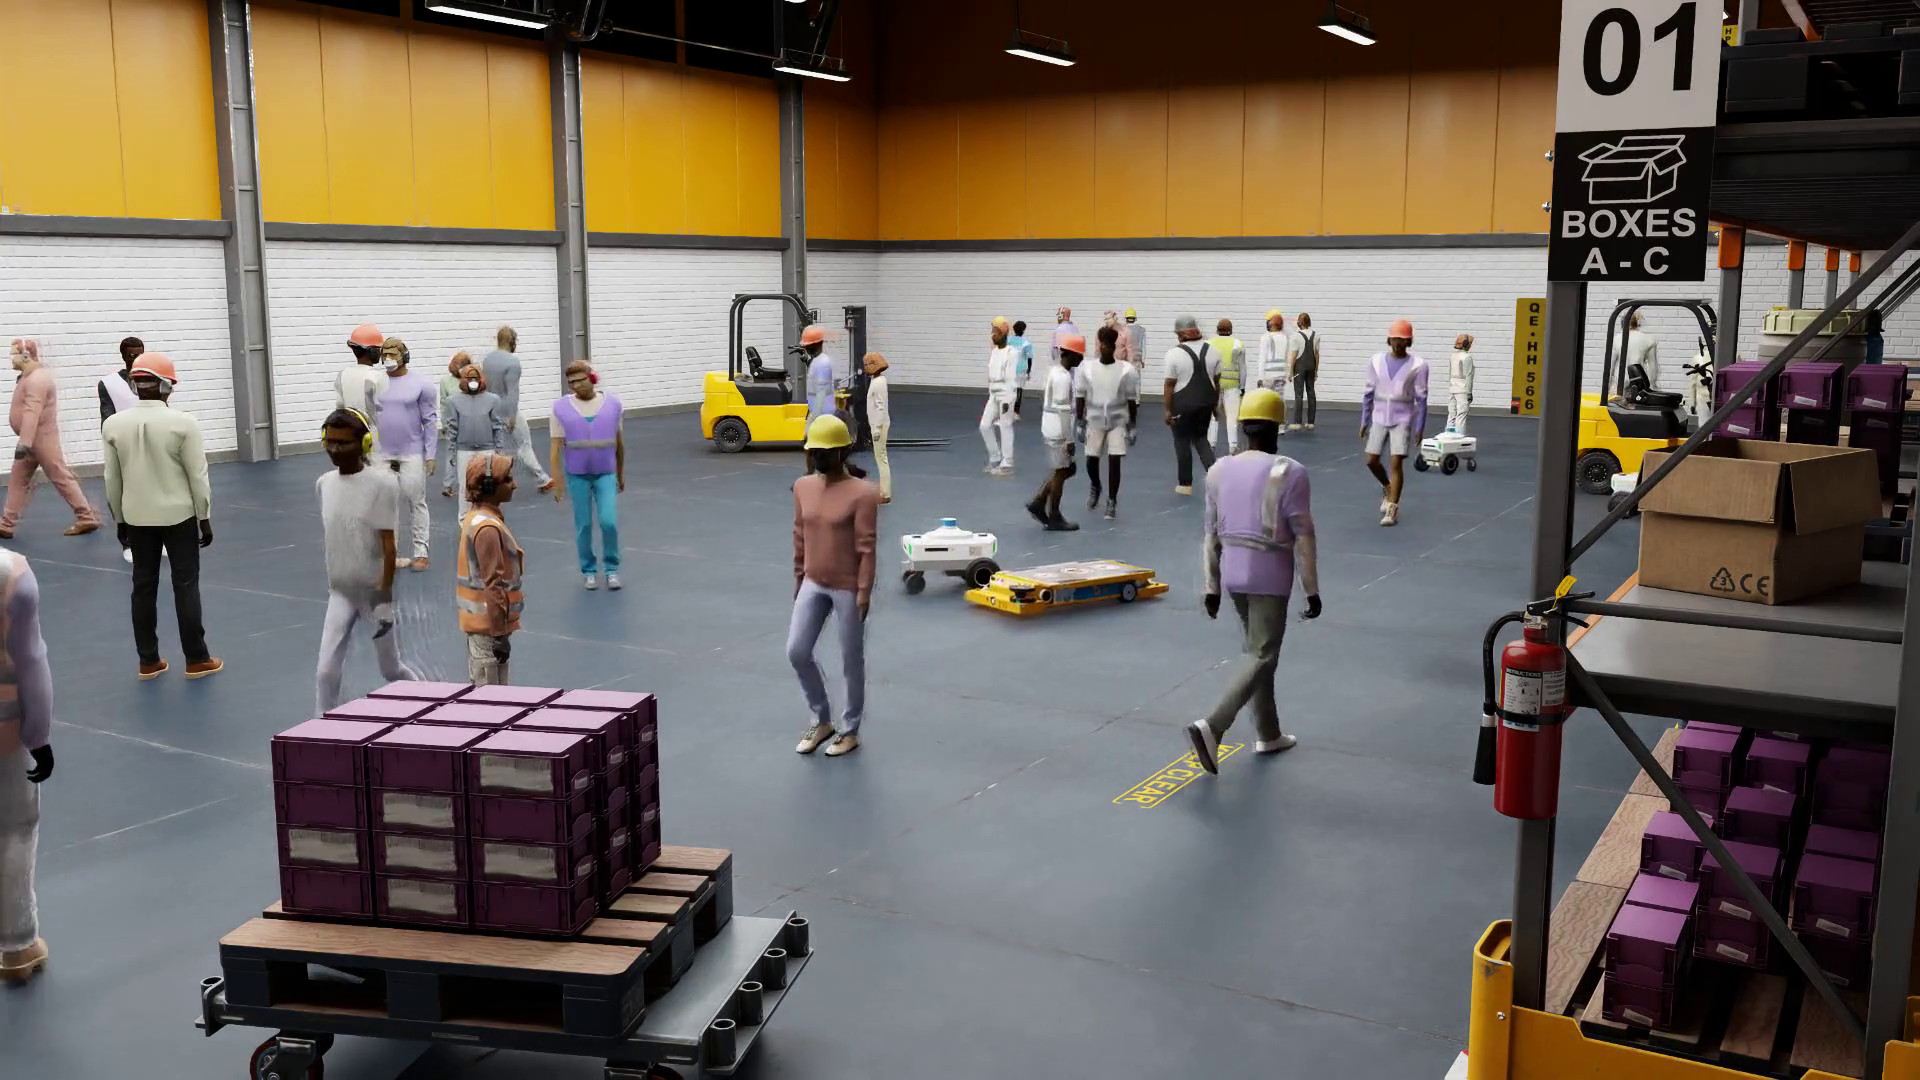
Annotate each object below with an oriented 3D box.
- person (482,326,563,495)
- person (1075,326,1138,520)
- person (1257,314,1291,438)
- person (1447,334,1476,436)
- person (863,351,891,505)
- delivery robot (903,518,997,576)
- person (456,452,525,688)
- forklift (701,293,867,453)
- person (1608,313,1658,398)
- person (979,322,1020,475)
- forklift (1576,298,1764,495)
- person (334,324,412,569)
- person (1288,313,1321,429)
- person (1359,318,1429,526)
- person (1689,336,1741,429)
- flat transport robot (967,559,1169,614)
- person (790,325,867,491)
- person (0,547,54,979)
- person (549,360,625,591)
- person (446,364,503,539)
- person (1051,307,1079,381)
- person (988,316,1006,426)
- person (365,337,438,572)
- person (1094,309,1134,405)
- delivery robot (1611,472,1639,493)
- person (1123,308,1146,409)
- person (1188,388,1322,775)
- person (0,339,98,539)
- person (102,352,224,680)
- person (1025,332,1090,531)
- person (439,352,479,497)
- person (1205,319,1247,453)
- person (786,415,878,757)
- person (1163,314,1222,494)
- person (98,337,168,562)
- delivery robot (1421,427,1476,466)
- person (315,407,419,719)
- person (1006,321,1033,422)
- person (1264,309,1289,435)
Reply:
[{"bbox_3d":[-4.874,-1.377,18.116,0.639,1.874,1.027,7,11,36],"label":"person"},{"bbox_3d":[1.470,-1.182,16.690,0.627,1.943,0.591,2,9,10],"label":"person"},{"bbox_3d":[4.595,-2.411,24.659,0.666,1.865,0.432,-7,11,-36],"label":"person"},{"bbox_3d":[6.845,-1.998,22.739,0.309,1.640,0.513,-2,9,-14],"label":"person"},{"bbox_3d":[-0.888,-1.186,17.687,0.289,1.632,0.507,-1,9,-3],"label":"person"},{"bbox_3d":[-0.082,0.074,12.893,0.707,0.478,0.477,-1,9,-8],"label":"delivery robot"},{"bbox_3d":[-2.163,0.413,7.694,0.311,1.638,0.522,-4,10,-21],"label":"person"},{"bbox_3d":[-2.458,-2.344,23.176,2.313,2.155,1.214,0,9,-2],"label":"forklift"},{"bbox_3d":[9.177,-2.141,22.788,0.787,1.918,0.490,2,9,14],"label":"person"},{"bbox_3d":[0.465,-1.707,20.205,0.478,1.870,0.589,-6,11,-33],"label":"person"},{"bbox_3d":[7.954,-1.589,18.462,2.313,2.155,1.214,5,11,30],"label":"forklift"},{"bbox_3d":[-4.868,-0.762,13.771,0.605,2.044,0.374,5,10,28],"label":"person"},{"bbox_3d":[5.422,-2.658,26.238,0.505,1.840,0.346,-3,10,-18],"label":"person"},{"bbox_3d":[4.264,-1.170,16.354,0.661,2.028,0.686,6,11,33],"label":"person"},{"bbox_3d":[9.436,-1.773,20.810,0.602,1.810,0.701,4,10,21],"label":"person"},{"bbox_3d":[0.816,0.333,12.449,1.431,0.197,0.652,-7,11,-35],"label":"flat transport robot"},{"bbox_3d":[-1.469,-1.463,18.621,0.793,1.898,0.577,-2,9,-14],"label":"person"},{"bbox_3d":[-3.394,0.651,5.628,0.648,1.820,0.652,-3,10,-18],"label":"person"},{"bbox_3d":[-2.863,-0.490,12.804,0.579,1.802,0.578,-3,10,-19],"label":"person"},{"bbox_3d":[-4.490,-0.818,15.417,0.501,1.626,0.277,-3,10,-17],"label":"person"},{"bbox_3d":[1.709,-2.909,27.595,0.408,1.906,0.654,5,11,30],"label":"person"},{"bbox_3d":[0.624,-2.739,26.971,0.325,1.769,0.524,2,9,13],"label":"person"},{"bbox_3d":[-4.610,-0.698,13.696,0.627,1.941,0.371,0,9,1],"label":"person"},{"bbox_3d":[2.504,-2.814,27.109,0.654,1.881,0.468,4,10,21],"label":"person"},{"bbox_3d":[6.923,-0.538,16.692,0.707,0.478,0.477,4,10,25],"label":"delivery robot"},{"bbox_3d":[3.088,-3.295,30.234,0.596,1.832,0.404,-2,9,-10],"label":"person"},{"bbox_3d":[1.424,0.200,8.252,0.854,1.896,0.596,-8,12,-40],"label":"person"},{"bbox_3d":[-8.578,-0.933,15.422,0.994,1.858,0.652,-7,12,-38],"label":"person"},{"bbox_3d":[-4.820,-0.139,10.059,0.608,1.986,0.389,0,9,-1],"label":"person"},{"bbox_3d":[0.969,-1.015,15.775,0.517,1.905,0.589,1,9,4],"label":"person"},{"bbox_3d":[-5.507,-1.277,18.405,0.505,1.582,0.858,-1,9,-6],"label":"person"},{"bbox_3d":[3.609,-2.108,22.803,0.634,1.839,0.429,2,9,14],"label":"person"},{"bbox_3d":[-0.663,0.243,8.377,0.551,1.747,0.481,5,10,30],"label":"person"},{"bbox_3d":[2.544,-1.509,18.442,0.703,2.000,0.614,-4,10,-21],"label":"person"},{"bbox_3d":[-7.053,-0.782,14.279,0.383,1.918,0.597,7,11,37],"label":"person"},{"bbox_3d":[6.043,-1.154,20.553,0.707,0.478,0.477,-6,11,-33],"label":"delivery robot"},{"bbox_3d":[-2.881,0.252,8.124,0.521,1.835,0.896,3,10,17],"label":"person"},{"bbox_3d":[0.934,-2.794,27.589,0.546,1.670,0.423,3,10,18],"label":"person"},{"bbox_3d":[4.748,-2.541,25.264,0.389,1.921,0.624,8,12,42],"label":"person"}]
